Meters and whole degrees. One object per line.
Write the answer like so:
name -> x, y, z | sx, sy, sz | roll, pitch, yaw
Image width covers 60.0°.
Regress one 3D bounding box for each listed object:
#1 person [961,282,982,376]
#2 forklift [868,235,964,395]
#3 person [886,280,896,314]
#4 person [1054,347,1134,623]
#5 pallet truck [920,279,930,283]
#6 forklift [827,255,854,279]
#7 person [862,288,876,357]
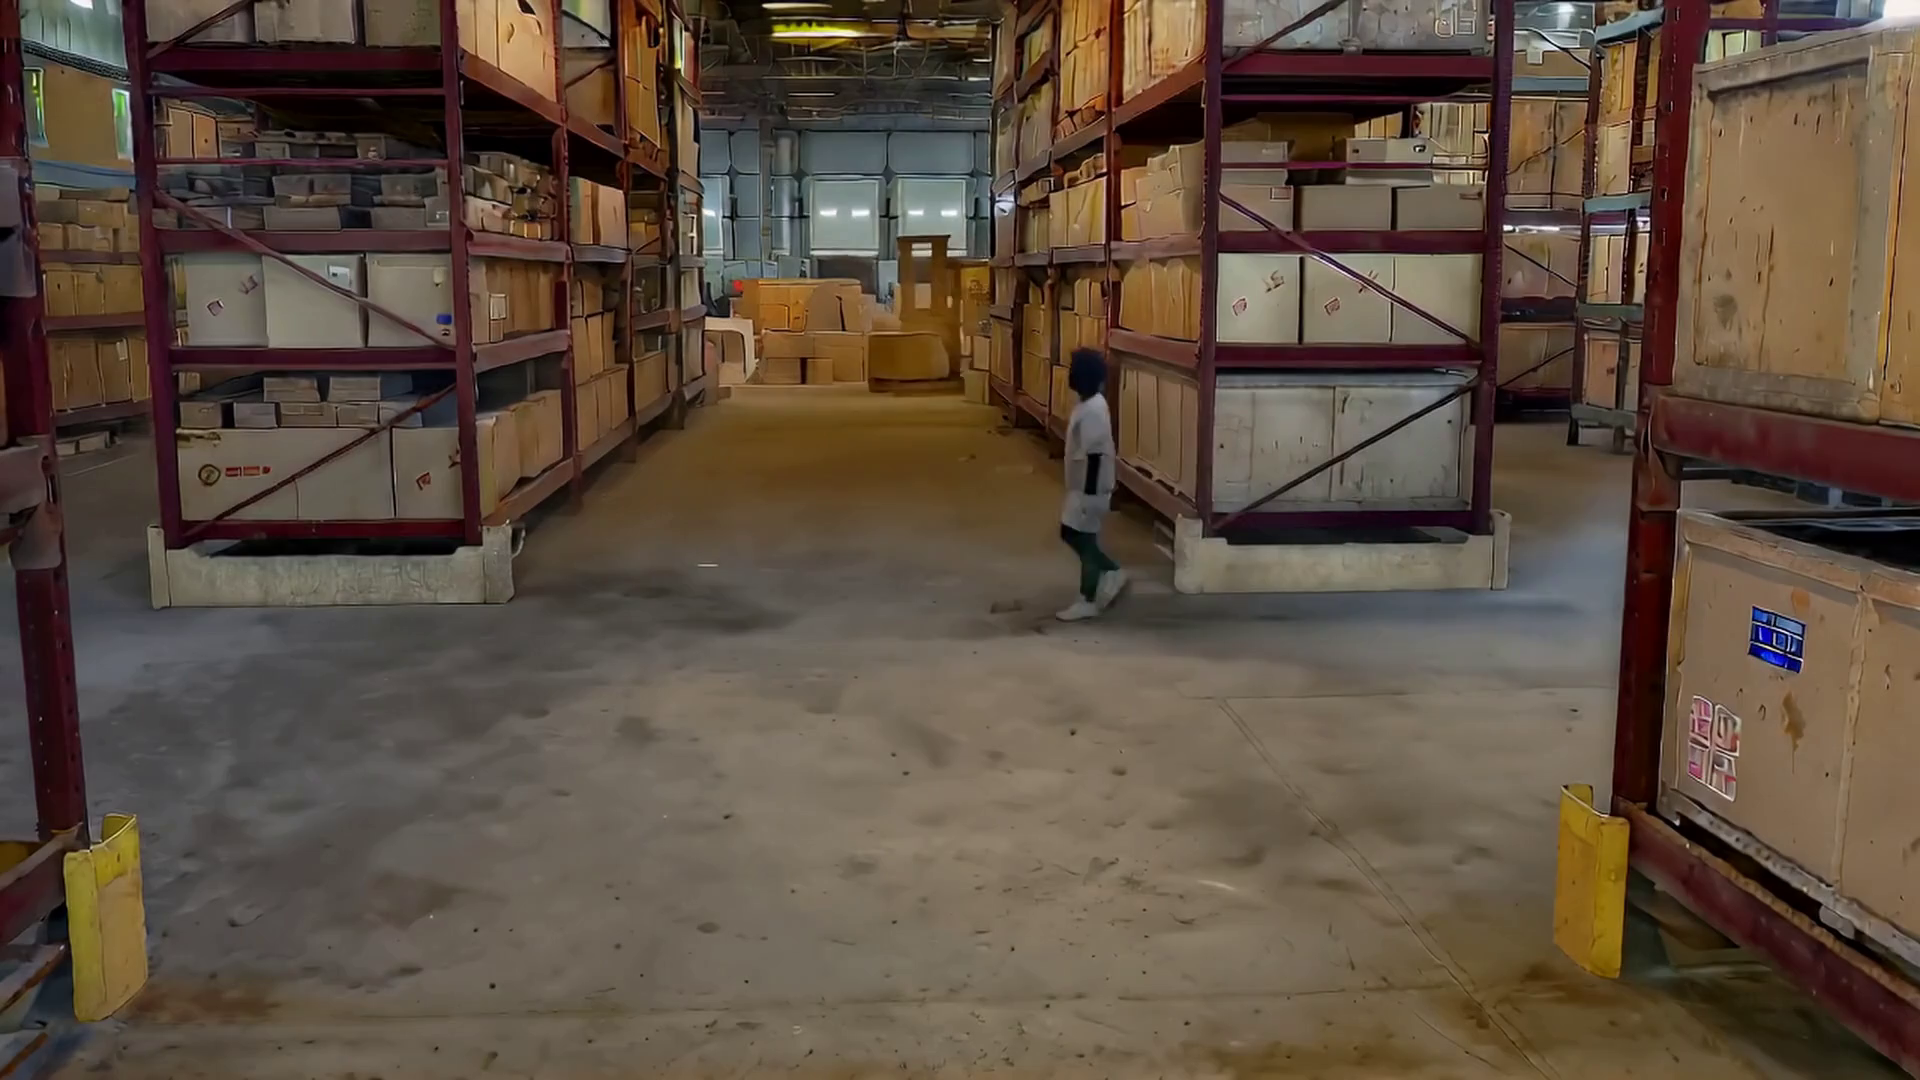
person -> 0.231, -3.884, 31.494 | 0.378, 1.995, 0.612 | -4, 10, -25
forklift -> -0.662, -4.024, 29.594 | 1.129, 2.768, 1.873 | 8, 12, 40
person -> -2.512, -8.777, 62.428 | 0.588, 1.927, 0.371 | 6, 11, 35
person -> 0.807, -0.328, 10.103 | 0.427, 1.684, 0.550 | -1, 9, -4
pallet truck -> -0.932, -8.922, 63.114 | 1.885, 1.965, 0.823 | 2, 9, 13
forklift -> -4.171, -8.608, 58.381 | 1.129, 2.768, 1.873 | -5, 10, -30
person -> -2.056, -4.847, 38.043 | 0.430, 1.837, 0.620 | -4, 10, -24
